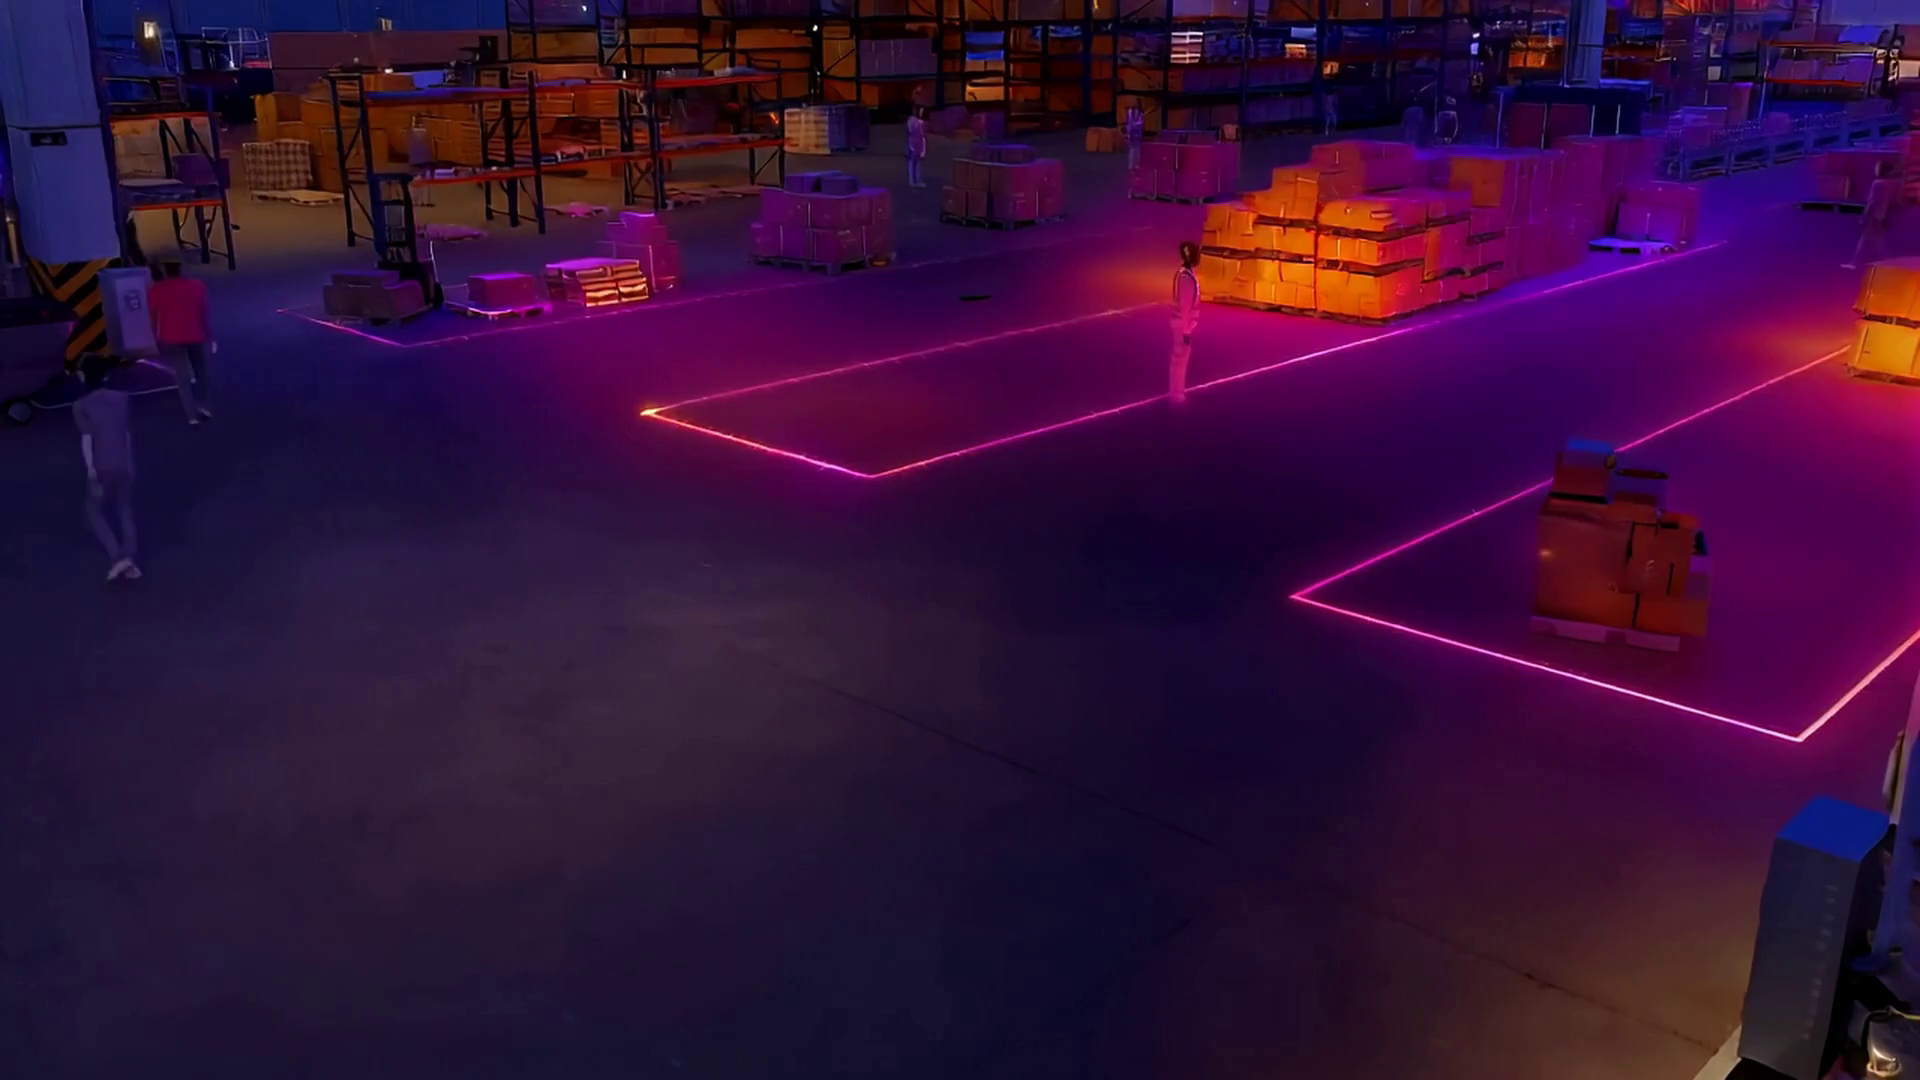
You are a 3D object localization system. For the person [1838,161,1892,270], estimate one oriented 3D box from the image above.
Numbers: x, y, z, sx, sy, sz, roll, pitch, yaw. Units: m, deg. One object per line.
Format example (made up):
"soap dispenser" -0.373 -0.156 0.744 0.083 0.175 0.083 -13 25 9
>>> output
"person" 15.098 -5.316 27.466 0.539 1.825 0.972 -11 21 -30

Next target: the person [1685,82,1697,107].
"person" 23.770 -14.047 54.080 0.525 1.613 0.366 -10 21 -27

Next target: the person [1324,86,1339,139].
"person" 11.712 -13.442 52.265 0.543 1.610 0.723 17 25 41

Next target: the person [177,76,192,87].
"person" -24.553 -13.754 52.752 0.636 1.903 0.997 -12 22 -31

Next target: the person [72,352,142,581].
"person" -6.708 -0.572 13.110 0.401 1.855 0.522 11 21 29

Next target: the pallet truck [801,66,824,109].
"pallet truck" -4.812 -15.182 56.903 0.823 1.965 1.885 -9 21 -26

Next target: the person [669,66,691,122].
"person" -9.850 -15.628 58.347 0.838 1.950 0.637 12 22 32

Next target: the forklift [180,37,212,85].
"forklift" -27.997 -17.065 61.195 1.873 2.768 1.129 17 25 41

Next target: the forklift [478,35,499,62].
"forklift" -17.765 -17.698 63.104 1.129 2.768 1.873 17 25 41

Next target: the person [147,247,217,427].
"person" -8.380 -2.210 17.958 0.622 1.900 0.751 -7 20 -21

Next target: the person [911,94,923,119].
"person" -1.227 -11.836 47.320 0.335 1.686 0.533 7 20 19

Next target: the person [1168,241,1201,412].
"person" 2.499 -2.372 18.488 0.354 1.883 0.573 1 18 2

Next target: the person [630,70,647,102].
"person" -10.831 -14.850 56.040 0.592 1.912 0.383 -14 23 -36

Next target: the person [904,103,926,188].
"person" -1.036 -9.333 39.357 0.606 1.956 0.377 13 22 33

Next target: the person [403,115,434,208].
"person" -11.640 -8.152 35.815 0.353 1.936 0.635 17 25 41

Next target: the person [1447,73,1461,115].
"person" 18.103 -16.298 60.900 0.533 1.587 0.860 -14 23 -37

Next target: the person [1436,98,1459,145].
"person" 12.337 -10.258 42.238 0.536 1.899 0.963 -4 19 -13

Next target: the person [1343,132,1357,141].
"person" 7.569 -6.868 31.995 0.844 1.919 0.545 -7 19 -19

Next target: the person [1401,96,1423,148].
"person" 12.270 -11.154 45.164 0.531 1.744 0.726 2 19 7

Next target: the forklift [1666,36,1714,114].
"forklift" 27.341 -17.291 61.877 1.129 2.768 1.873 17 25 41

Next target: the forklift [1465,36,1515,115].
"forklift" 19.973 -17.201 61.605 1.873 2.768 1.129 16 24 40

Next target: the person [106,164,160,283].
"person" -12.884 -4.792 25.530 0.692 2.000 1.008 17 25 41

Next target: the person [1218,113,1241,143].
"person" 6.591 -9.624 40.746 0.550 1.620 0.407 -1 18 -2

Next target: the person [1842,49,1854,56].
"person" 42.932 -22.996 80.612 0.623 1.900 0.984 -2 18 -7

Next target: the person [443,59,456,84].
"person" -19.785 -17.719 64.679 0.549 1.918 0.757 -6 19 -17

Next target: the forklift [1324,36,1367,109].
"forklift" 14.570 -17.303 61.915 1.129 2.768 1.873 17 25 41

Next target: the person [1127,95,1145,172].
"person" 4.528 -10.436 42.723 0.541 1.930 0.385 -9 21 -26

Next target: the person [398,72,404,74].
"person" -18.793 -14.917 56.384 0.839 1.819 0.621 9 21 26

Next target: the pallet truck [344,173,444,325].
"pallet truck" -8.209 -4.181 23.757 0.823 1.965 1.885 3 19 9

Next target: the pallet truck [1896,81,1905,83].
"pallet truck" 34.802 -16.331 61.455 0.653 1.274 1.630 17 25 41
